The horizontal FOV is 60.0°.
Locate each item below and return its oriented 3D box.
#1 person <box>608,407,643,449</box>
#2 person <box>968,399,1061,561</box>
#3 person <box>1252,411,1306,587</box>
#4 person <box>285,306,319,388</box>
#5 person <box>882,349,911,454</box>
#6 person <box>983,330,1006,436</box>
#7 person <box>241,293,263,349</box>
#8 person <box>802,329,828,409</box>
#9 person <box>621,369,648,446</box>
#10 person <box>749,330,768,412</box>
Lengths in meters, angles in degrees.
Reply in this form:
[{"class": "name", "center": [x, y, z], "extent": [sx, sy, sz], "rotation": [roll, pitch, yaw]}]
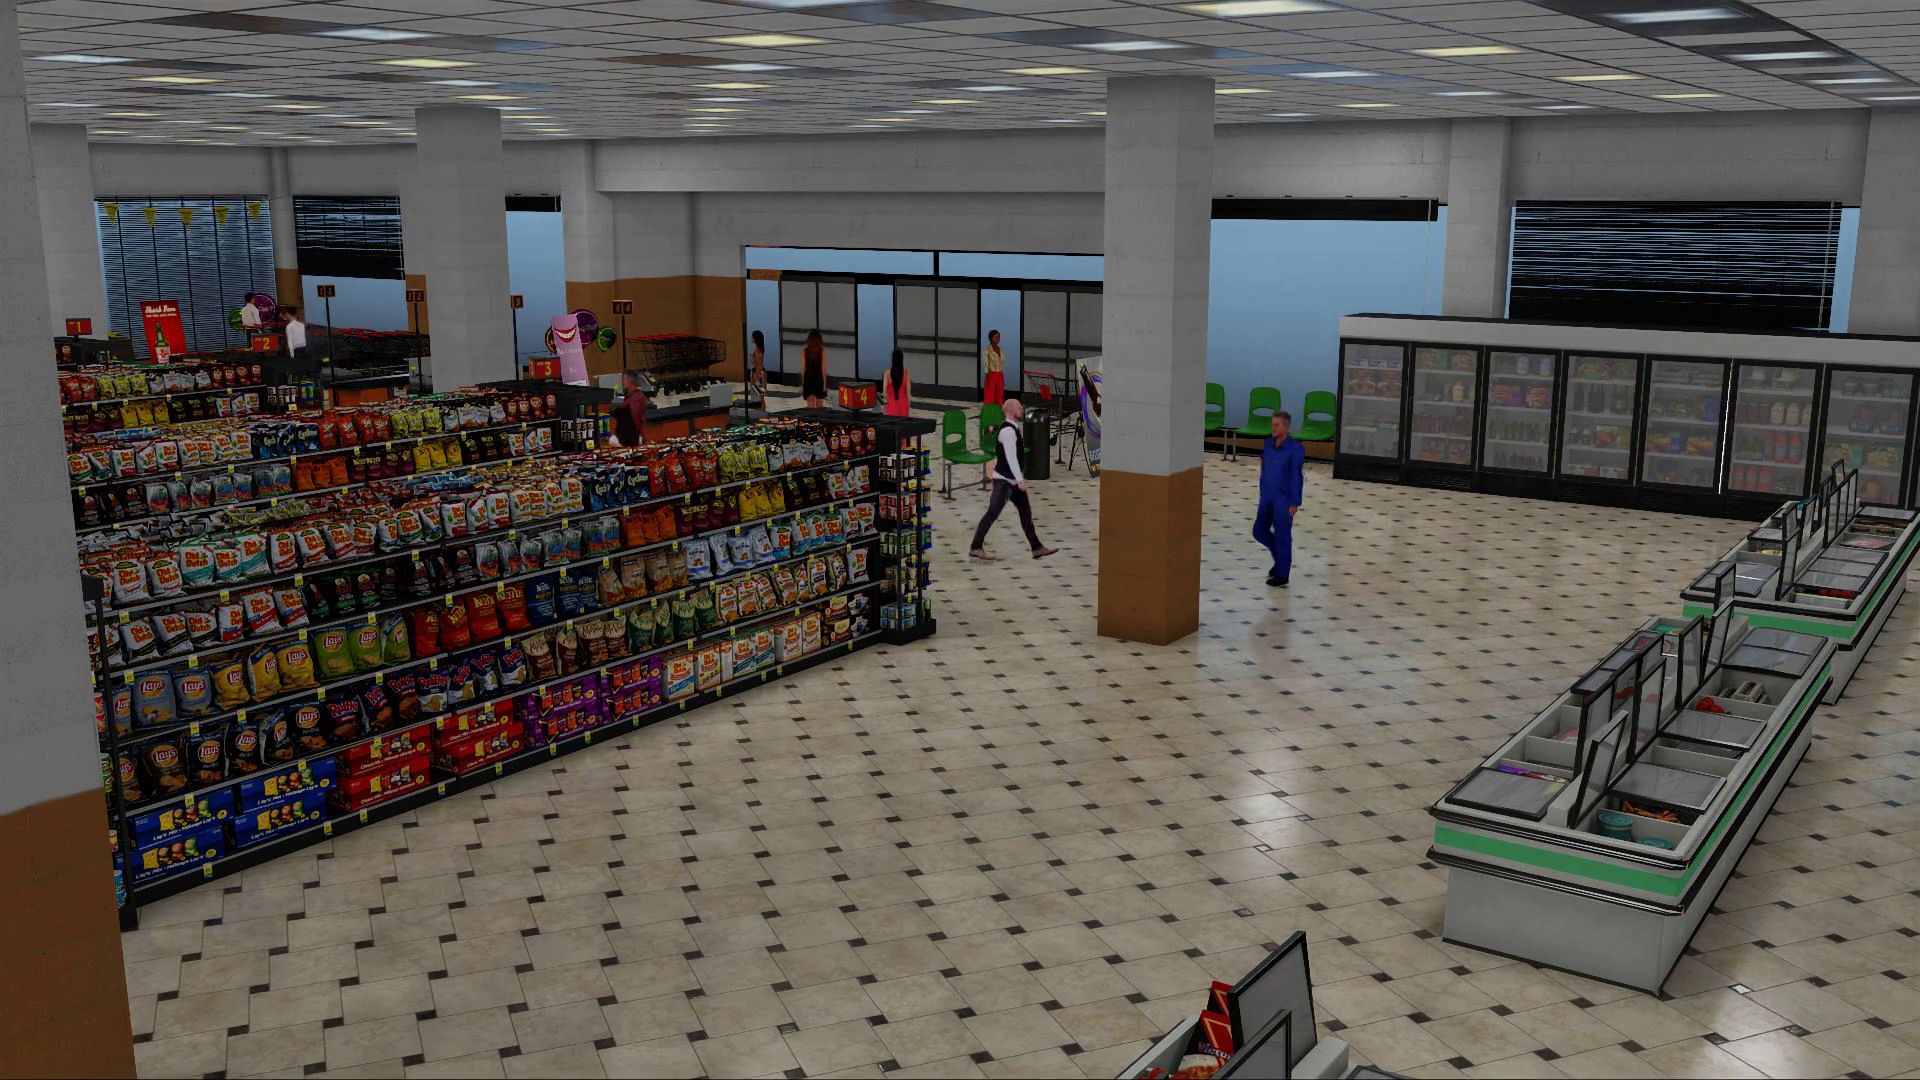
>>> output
[{"class": "person", "center": [-3.625, -0.602, 18.349], "extent": [0.721, 1.668, 0.584], "rotation": [10, 16, 40]}, {"class": "person", "center": [0.437, -0.610, 18.124], "extent": [1.157, 1.775, 1.275], "rotation": [1, 12, 6]}, {"class": "person", "center": [3.370, -0.434, 17.194], "extent": [0.860, 1.815, 0.870], "rotation": [-8, 14, -33]}, {"class": "person", "center": [-12.612, -3.523, 31.863], "extent": [0.815, 1.815, 1.242], "rotation": [7, 14, 29]}, {"class": "person", "center": [-0.931, -1.943, 24.628], "extent": [1.003, 1.703, 1.020], "rotation": [-3, 12, -14]}, {"class": "person", "center": [0.558, -2.565, 27.364], "extent": [0.550, 1.793, 0.704], "rotation": [-10, 15, -39]}, {"class": "person", "center": [-15.649, -4.561, 36.801], "extent": [0.681, 1.811, 0.596], "rotation": [6, 13, 27]}, {"class": "person", "center": [-2.355, -2.425, 26.751], "extent": [1.062, 1.773, 1.225], "rotation": [-1, 12, -3]}, {"class": "person", "center": [-4.105, -1.254, 21.046], "extent": [0.818, 1.831, 0.722], "rotation": [-1, 12, -4]}, {"class": "person", "center": [-3.510, -2.836, 29.009], "extent": [0.783, 1.645, 0.679], "rotation": [0, 12, -1]}]
